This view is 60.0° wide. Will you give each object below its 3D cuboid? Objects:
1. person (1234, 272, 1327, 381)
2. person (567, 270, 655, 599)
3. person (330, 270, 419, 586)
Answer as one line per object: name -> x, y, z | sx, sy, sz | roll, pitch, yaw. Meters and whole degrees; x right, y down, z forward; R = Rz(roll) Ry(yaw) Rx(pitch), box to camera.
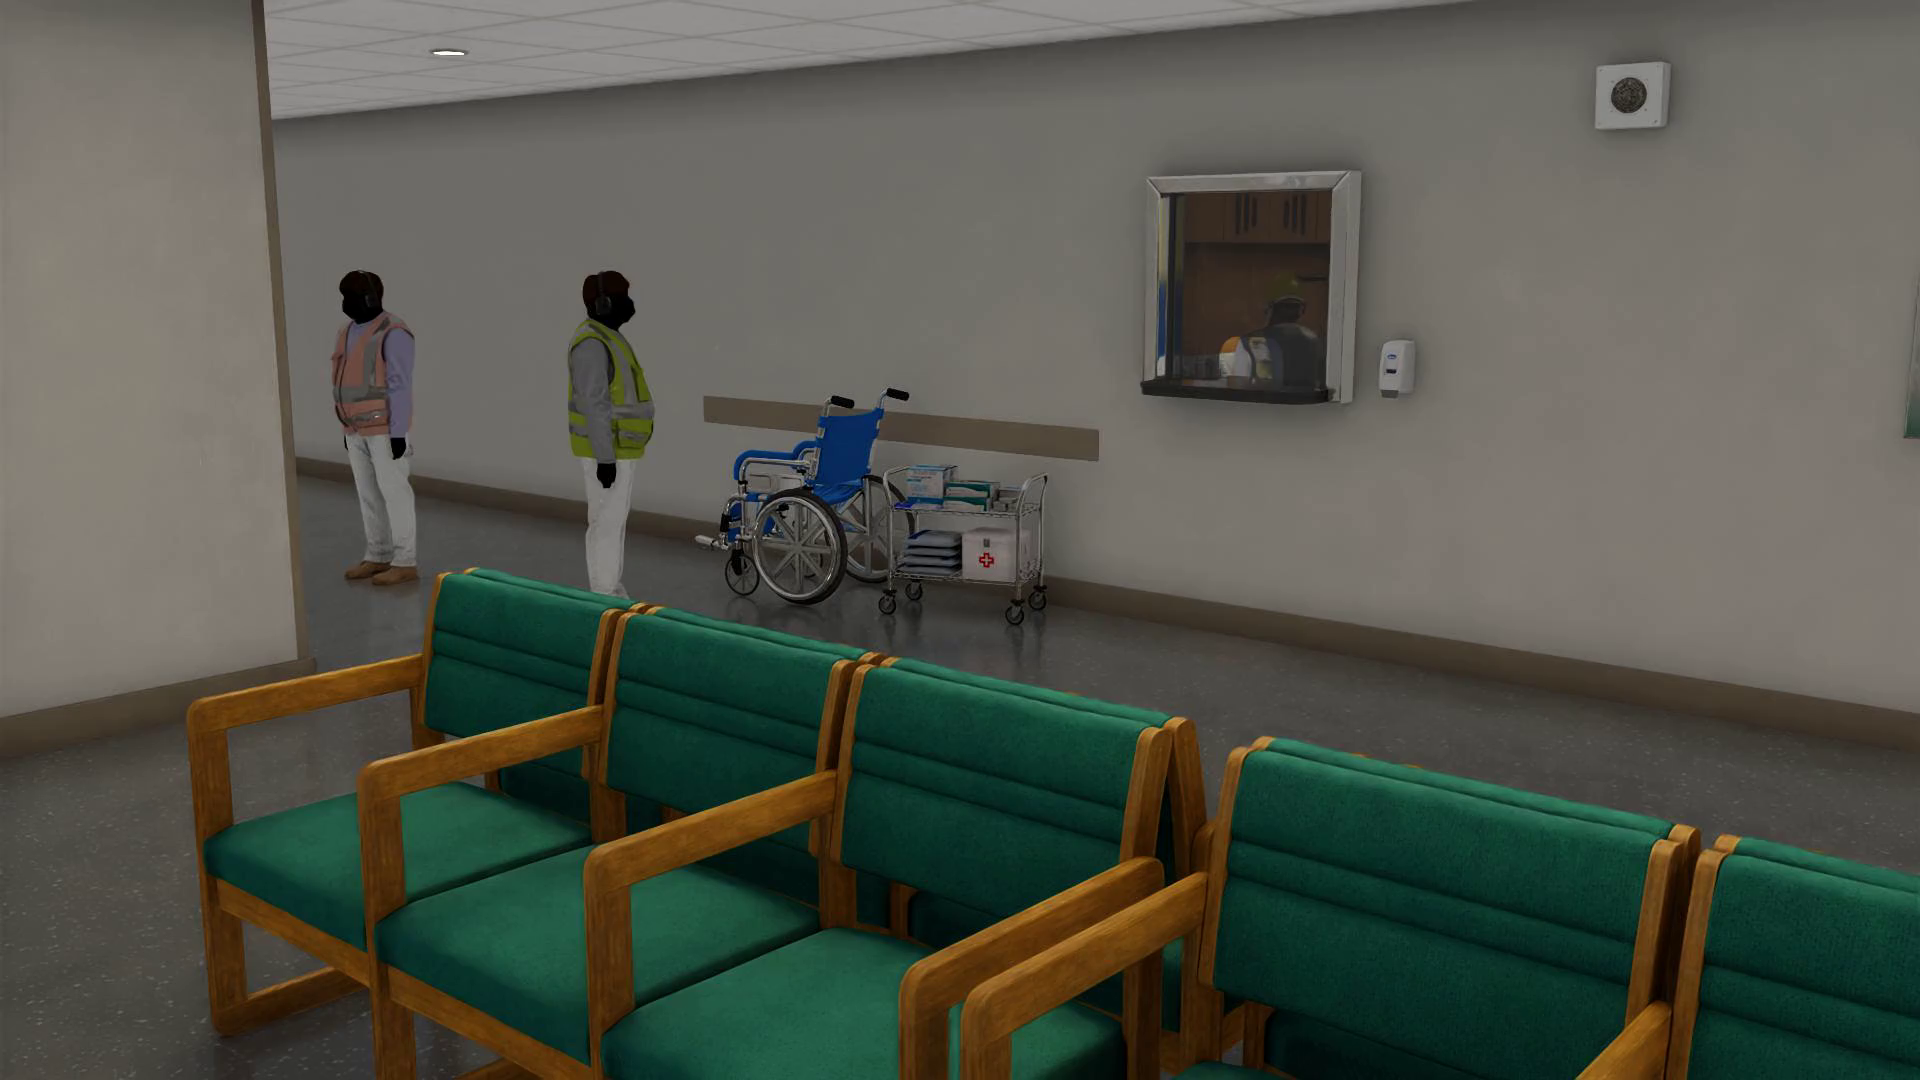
person -> 1.787, -0.570, 9.288 | 0.600, 1.827, 0.403 | -2, 10, -10
person -> -1.784, -0.454, 8.563 | 0.429, 1.846, 0.625 | -1, 10, -5
person -> -3.428, -0.651, 9.736 | 0.631, 1.836, 0.430 | 7, 12, 36
